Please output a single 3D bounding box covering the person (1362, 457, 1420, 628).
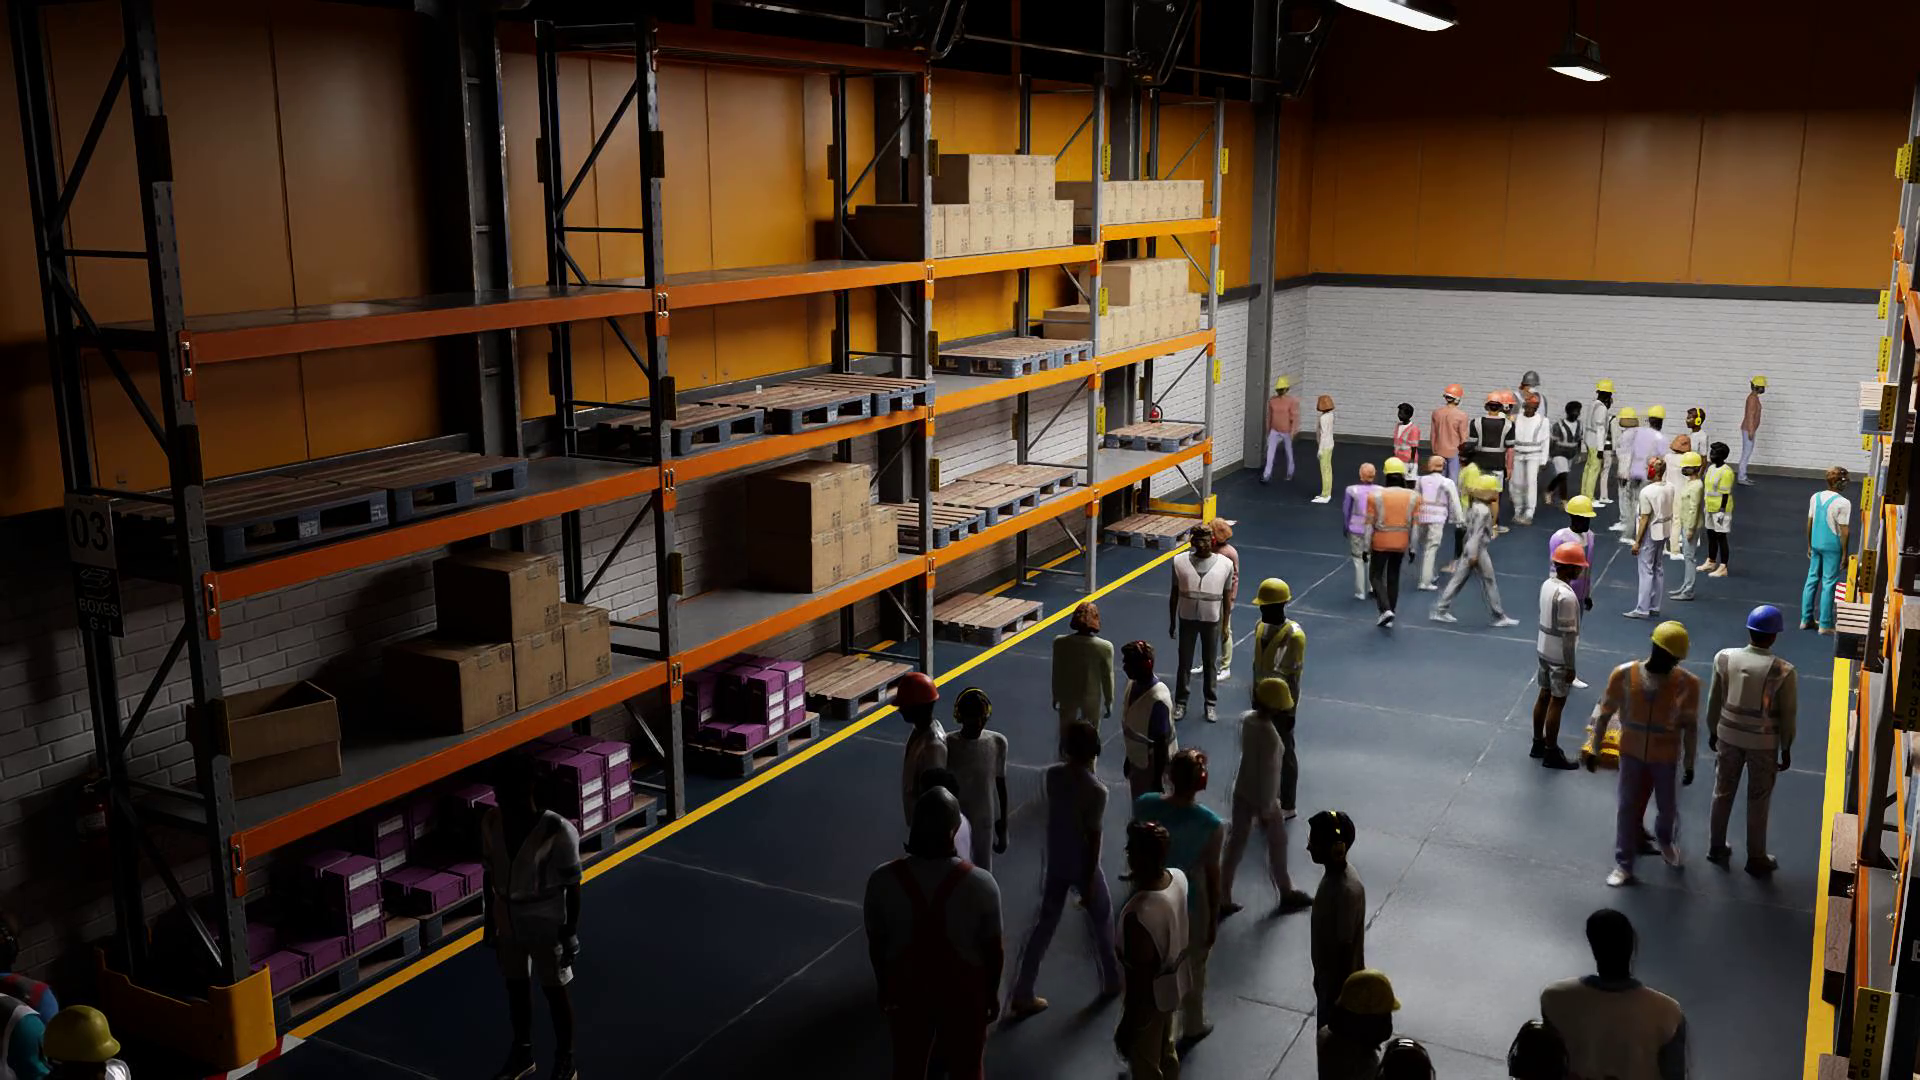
[{"bbox_3d":[4.707,0.049,18.183,0.608,1.913,0.492,-1,13,-3],"label":"person"}]

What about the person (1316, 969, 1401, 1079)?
[{"bbox_3d":[1.662,2.626,7.051,0.338,1.735,0.486,-4,13,-16],"label":"person"}]

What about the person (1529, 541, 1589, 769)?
[{"bbox_3d":[5.065,0.962,14.036,0.356,1.938,0.544,-1,13,-3],"label":"person"}]

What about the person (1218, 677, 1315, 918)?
[{"bbox_3d":[2.073,1.718,11.170,0.773,1.708,0.518,-5,13,-21],"label":"person"}]

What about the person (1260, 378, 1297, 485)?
[{"bbox_3d":[5.147,-1.751,26.682,0.547,1.716,0.930,8,15,33],"label":"person"}]

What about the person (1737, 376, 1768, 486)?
[{"bbox_3d":[12.677,-1.754,26.612,0.343,1.757,0.532,7,14,27],"label":"person"}]

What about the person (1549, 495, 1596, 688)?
[{"bbox_3d":[5.909,0.514,16.063,0.586,1.928,0.365,-9,15,-34],"label":"person"}]

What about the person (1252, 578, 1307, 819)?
[{"bbox_3d":[2.437,1.227,12.907,0.398,1.919,0.582,-6,14,-24],"label":"person"}]

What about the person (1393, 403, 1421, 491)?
[{"bbox_3d":[6.431,-1.146,24.047,0.321,1.688,0.535,-5,13,-19],"label":"person"}]

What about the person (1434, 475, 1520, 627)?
[{"bbox_3d":[5.726,0.122,18.382,0.912,1.702,0.503,2,13,8],"label":"person"}]

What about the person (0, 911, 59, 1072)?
[{"bbox_3d":[-4.168,2.506,7.338,0.619,1.845,0.430,1,13,3],"label":"person"}]

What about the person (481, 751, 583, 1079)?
[{"bbox_3d":[-2.330,2.072,9.003,0.613,1.962,0.361,5,13,21],"label":"person"}]

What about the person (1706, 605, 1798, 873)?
[{"bbox_3d":[5.693,1.417,11.972,0.399,1.945,0.616,-10,16,-39],"label":"person"}]

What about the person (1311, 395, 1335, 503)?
[{"bbox_3d":[5.515,-1.380,25.203,0.283,1.634,0.498,6,14,25],"label":"person"}]

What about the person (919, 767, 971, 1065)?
[{"bbox_3d":[-0.076,2.113,9.446,0.325,1.684,0.546,4,13,17],"label":"person"}]

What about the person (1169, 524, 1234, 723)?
[{"bbox_3d":[2.195,0.747,15.204,0.567,1.846,0.389,2,13,9],"label":"person"}]

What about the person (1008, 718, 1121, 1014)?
[{"bbox_3d":[0.665,1.951,9.946,0.509,1.795,0.919,12,17,42],"label":"person"}]

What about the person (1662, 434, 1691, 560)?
[{"bbox_3d":[9.283,-0.565,21.558,0.285,1.634,0.499,-4,13,-18],"label":"person"}]

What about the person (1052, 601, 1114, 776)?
[{"bbox_3d":[0.979,1.285,13.302,0.504,1.622,0.299,3,13,13],"label":"person"}]

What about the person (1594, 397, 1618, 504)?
[{"bbox_3d":[9.699,-1.374,25.156,0.307,1.644,0.514,-8,15,-33],"label":"person"}]

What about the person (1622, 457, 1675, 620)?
[{"bbox_3d":[7.746,-0.015,18.615,0.567,1.846,0.389,-10,16,-37],"label":"person"}]

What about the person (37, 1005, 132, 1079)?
[{"bbox_3d":[-3.440,2.686,6.580,0.403,1.824,0.592,4,13,18],"label":"person"}]

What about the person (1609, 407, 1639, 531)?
[{"bbox_3d":[9.300,-0.997,23.274,0.332,1.735,0.486,9,15,35],"label":"person"}]

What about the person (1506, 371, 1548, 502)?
[{"bbox_3d":[8.552,-1.575,25.160,0.705,2.000,0.625,-2,13,-9],"label":"person"}]

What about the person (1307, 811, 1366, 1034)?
[{"bbox_3d":[1.879,2.253,8.436,0.327,1.862,0.510,1,13,3],"label":"person"}]

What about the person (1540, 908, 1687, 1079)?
[{"bbox_3d":[2.813,2.521,7.223,0.618,1.861,0.950,4,13,18],"label":"person"}]

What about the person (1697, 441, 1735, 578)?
[{"bbox_3d":[9.388,-0.383,20.633,0.322,1.690,0.531,-1,13,-3],"label":"person"}]

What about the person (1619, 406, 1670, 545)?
[{"bbox_3d":[9.295,-0.876,22.442,1.024,1.859,0.602,-6,14,-24],"label":"person"}]

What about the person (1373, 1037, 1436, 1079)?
[{"bbox_3d":[1.641,2.750,6.273,0.504,1.832,0.343,1,13,4],"label":"person"}]

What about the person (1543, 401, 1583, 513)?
[{"bbox_3d":[8.916,-1.270,24.671,0.565,1.655,0.853,-5,14,-22],"label":"person"}]

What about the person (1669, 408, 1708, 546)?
[{"bbox_3d":[9.803,-0.841,22.264,0.309,1.868,0.534,1,13,3],"label":"person"}]

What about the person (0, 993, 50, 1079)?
[{"bbox_3d":[-4.174,2.572,7.045,0.634,1.841,0.429,0,13,0],"label":"person"}]

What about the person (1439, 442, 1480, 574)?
[{"bbox_3d":[6.271,-0.405,20.746,0.624,1.670,0.640,2,13,11],"label":"person"}]

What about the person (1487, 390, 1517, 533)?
[{"bbox_3d":[7.487,-1.093,23.132,0.408,1.986,0.617,-2,13,-11],"label":"person"}]

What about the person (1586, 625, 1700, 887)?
[{"bbox_3d":[4.838,1.479,11.831,0.726,1.892,0.704,6,14,24],"label":"person"}]

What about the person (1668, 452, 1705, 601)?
[{"bbox_3d":[8.526,-0.164,19.486,0.339,1.761,0.524,4,13,17],"label":"person"}]

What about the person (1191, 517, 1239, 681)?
[{"bbox_3d":[2.536,0.573,16.462,0.281,1.633,0.498,-9,15,-34],"label":"person"}]

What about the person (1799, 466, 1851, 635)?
[{"bbox_3d":[9.425,0.111,18.054,0.334,1.845,0.513,-5,13,-20],"label":"person"}]

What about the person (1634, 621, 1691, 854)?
[{"bbox_3d":[5.146,1.444,12.289,0.345,1.756,0.518,3,13,14],"label":"person"}]

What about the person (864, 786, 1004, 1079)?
[{"bbox_3d":[-0.112,2.188,8.312,0.684,2.000,0.538,2,13,7],"label":"person"}]

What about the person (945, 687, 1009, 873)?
[{"bbox_3d":[0.061,1.811,10.417,0.510,1.860,0.333,-3,13,-12],"label":"person"}]

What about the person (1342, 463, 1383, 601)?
[{"bbox_3d":[4.736,-0.102,19.513,0.510,1.620,0.445,0,13,0],"label":"person"}]

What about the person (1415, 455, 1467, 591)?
[{"bbox_3d":[5.759,-0.208,20.030,0.735,1.594,0.645,-10,16,-37],"label":"person"}]

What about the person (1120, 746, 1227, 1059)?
[{"bbox_3d":[1.194,2.066,9.366,0.574,1.822,0.733,9,16,35],"label":"person"}]

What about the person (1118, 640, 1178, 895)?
[{"bbox_3d":[1.300,1.573,11.561,0.417,1.828,0.562,-3,13,-13],"label":"person"}]

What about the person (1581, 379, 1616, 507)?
[{"bbox_3d":[9.546,-1.451,24.889,0.397,1.917,0.588,2,13,7],"label":"person"}]

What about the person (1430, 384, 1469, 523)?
[{"bbox_3d":[6.995,-1.237,23.751,0.380,1.995,0.611,-11,16,-39],"label":"person"}]

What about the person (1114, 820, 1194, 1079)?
[{"bbox_3d":[0.956,2.287,8.309,0.390,1.847,0.563,6,14,26],"label":"person"}]

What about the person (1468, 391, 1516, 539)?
[{"bbox_3d":[7.229,-1.016,22.697,0.612,2.030,0.410,4,13,15],"label":"person"}]

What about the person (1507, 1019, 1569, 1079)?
[{"bbox_3d":[2.191,2.732,6.460,0.560,1.782,1.033,2,13,7],"label":"person"}]

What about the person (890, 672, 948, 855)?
[{"bbox_3d":[-0.243,1.759,10.495,0.387,1.929,0.544,-2,13,-10],"label":"person"}]

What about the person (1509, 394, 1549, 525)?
[{"bbox_3d":[8.041,-1.154,23.695,0.610,1.859,0.573,11,17,41],"label":"person"}]
